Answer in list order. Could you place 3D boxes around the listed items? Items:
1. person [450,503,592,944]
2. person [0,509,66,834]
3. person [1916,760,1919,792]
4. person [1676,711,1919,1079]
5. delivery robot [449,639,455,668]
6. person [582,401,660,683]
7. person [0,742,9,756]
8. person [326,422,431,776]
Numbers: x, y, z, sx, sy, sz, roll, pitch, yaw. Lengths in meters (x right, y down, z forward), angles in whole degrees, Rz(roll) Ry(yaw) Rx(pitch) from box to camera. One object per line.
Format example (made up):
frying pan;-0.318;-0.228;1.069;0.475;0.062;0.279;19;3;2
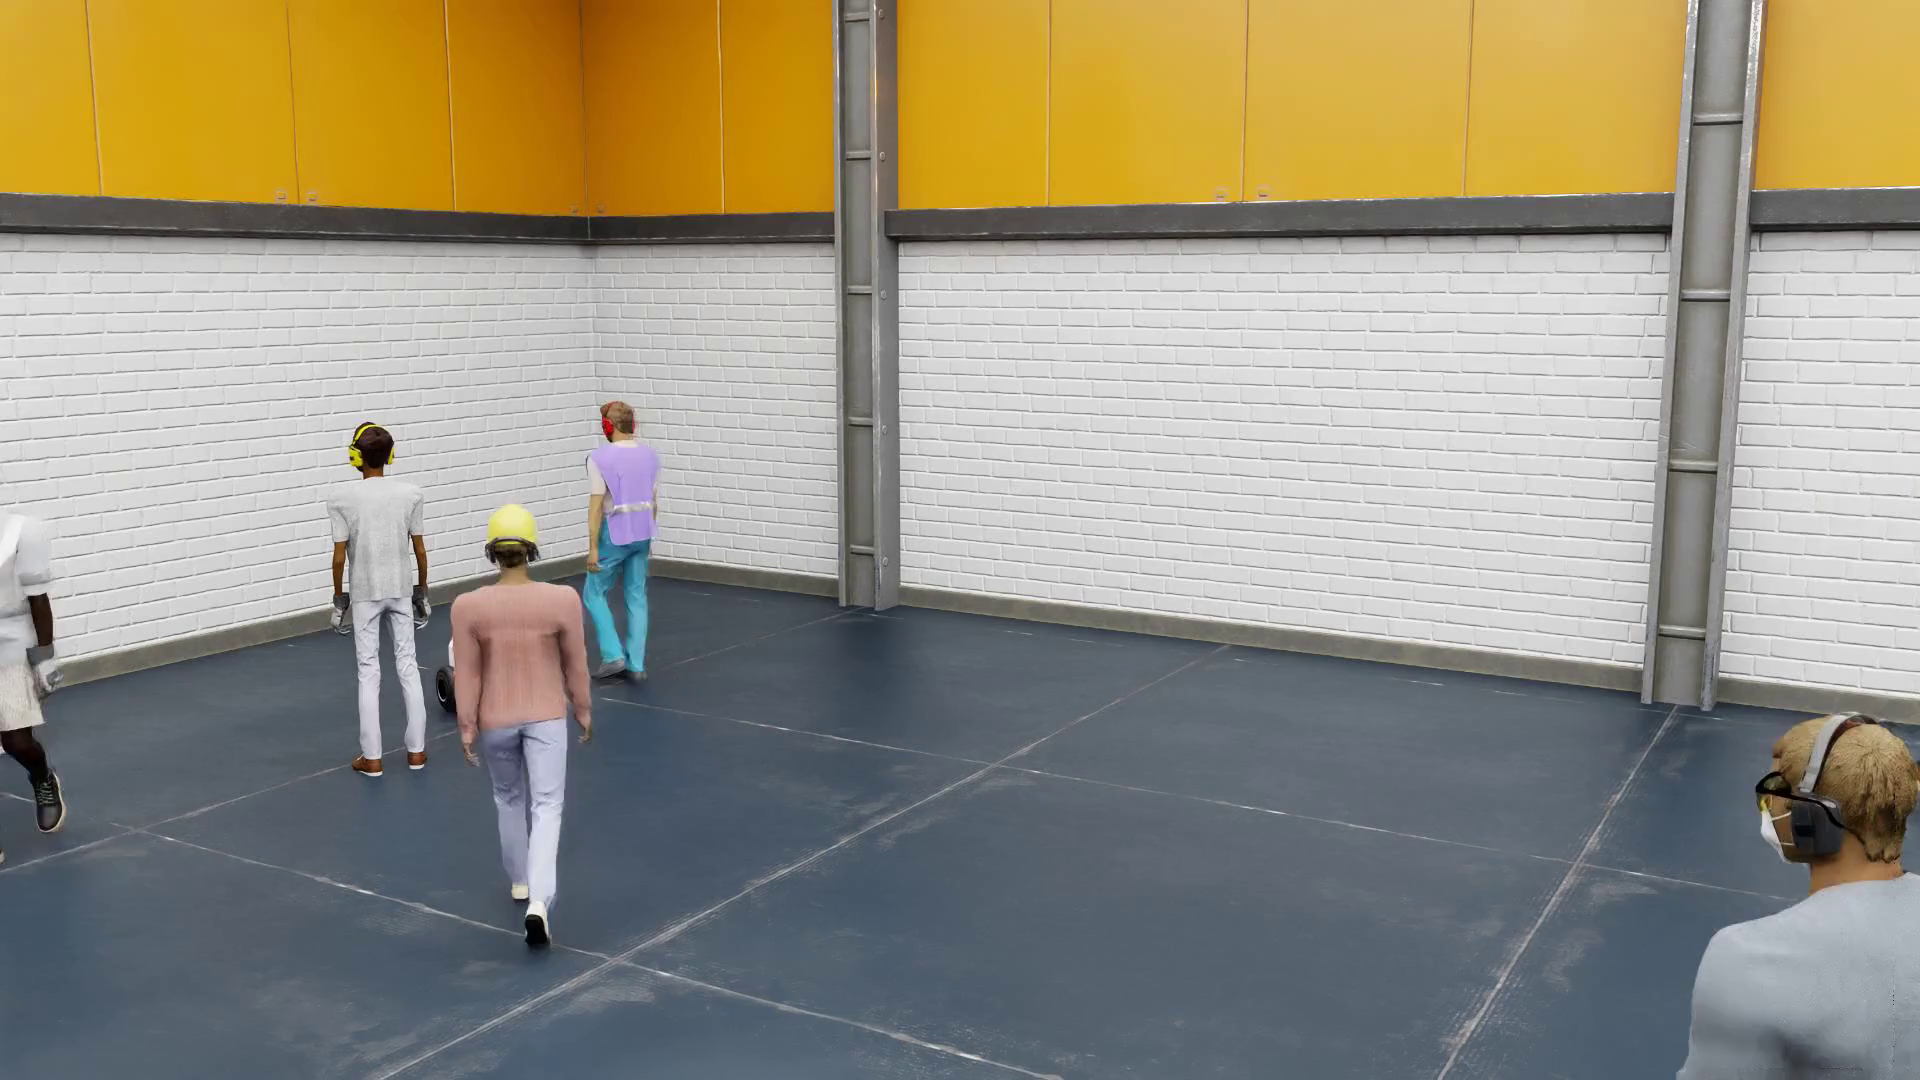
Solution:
person;-1.763;0.721;6.695;0.526;1.741;0.853;-1;9;-9
person;-4.332;0.497;7.414;0.623;1.946;0.618;-2;9;-10
person;5.211;0.402;8.029;1.049;1.951;0.607;7;11;37
person;1.455;1.238;2.882;0.643;1.920;0.529;-5;10;-29
delivery robot;-2.786;0.733;9.975;0.477;0.478;0.707;-7;11;-38
person;-2.182;0.026;10.734;0.465;1.822;0.606;8;12;40
person;-5.436;0.407;8.974;0.704;1.611;0.546;-3;9;-15
person;-3.069;0.310;8.801;0.515;1.877;0.328;-6;11;-31
